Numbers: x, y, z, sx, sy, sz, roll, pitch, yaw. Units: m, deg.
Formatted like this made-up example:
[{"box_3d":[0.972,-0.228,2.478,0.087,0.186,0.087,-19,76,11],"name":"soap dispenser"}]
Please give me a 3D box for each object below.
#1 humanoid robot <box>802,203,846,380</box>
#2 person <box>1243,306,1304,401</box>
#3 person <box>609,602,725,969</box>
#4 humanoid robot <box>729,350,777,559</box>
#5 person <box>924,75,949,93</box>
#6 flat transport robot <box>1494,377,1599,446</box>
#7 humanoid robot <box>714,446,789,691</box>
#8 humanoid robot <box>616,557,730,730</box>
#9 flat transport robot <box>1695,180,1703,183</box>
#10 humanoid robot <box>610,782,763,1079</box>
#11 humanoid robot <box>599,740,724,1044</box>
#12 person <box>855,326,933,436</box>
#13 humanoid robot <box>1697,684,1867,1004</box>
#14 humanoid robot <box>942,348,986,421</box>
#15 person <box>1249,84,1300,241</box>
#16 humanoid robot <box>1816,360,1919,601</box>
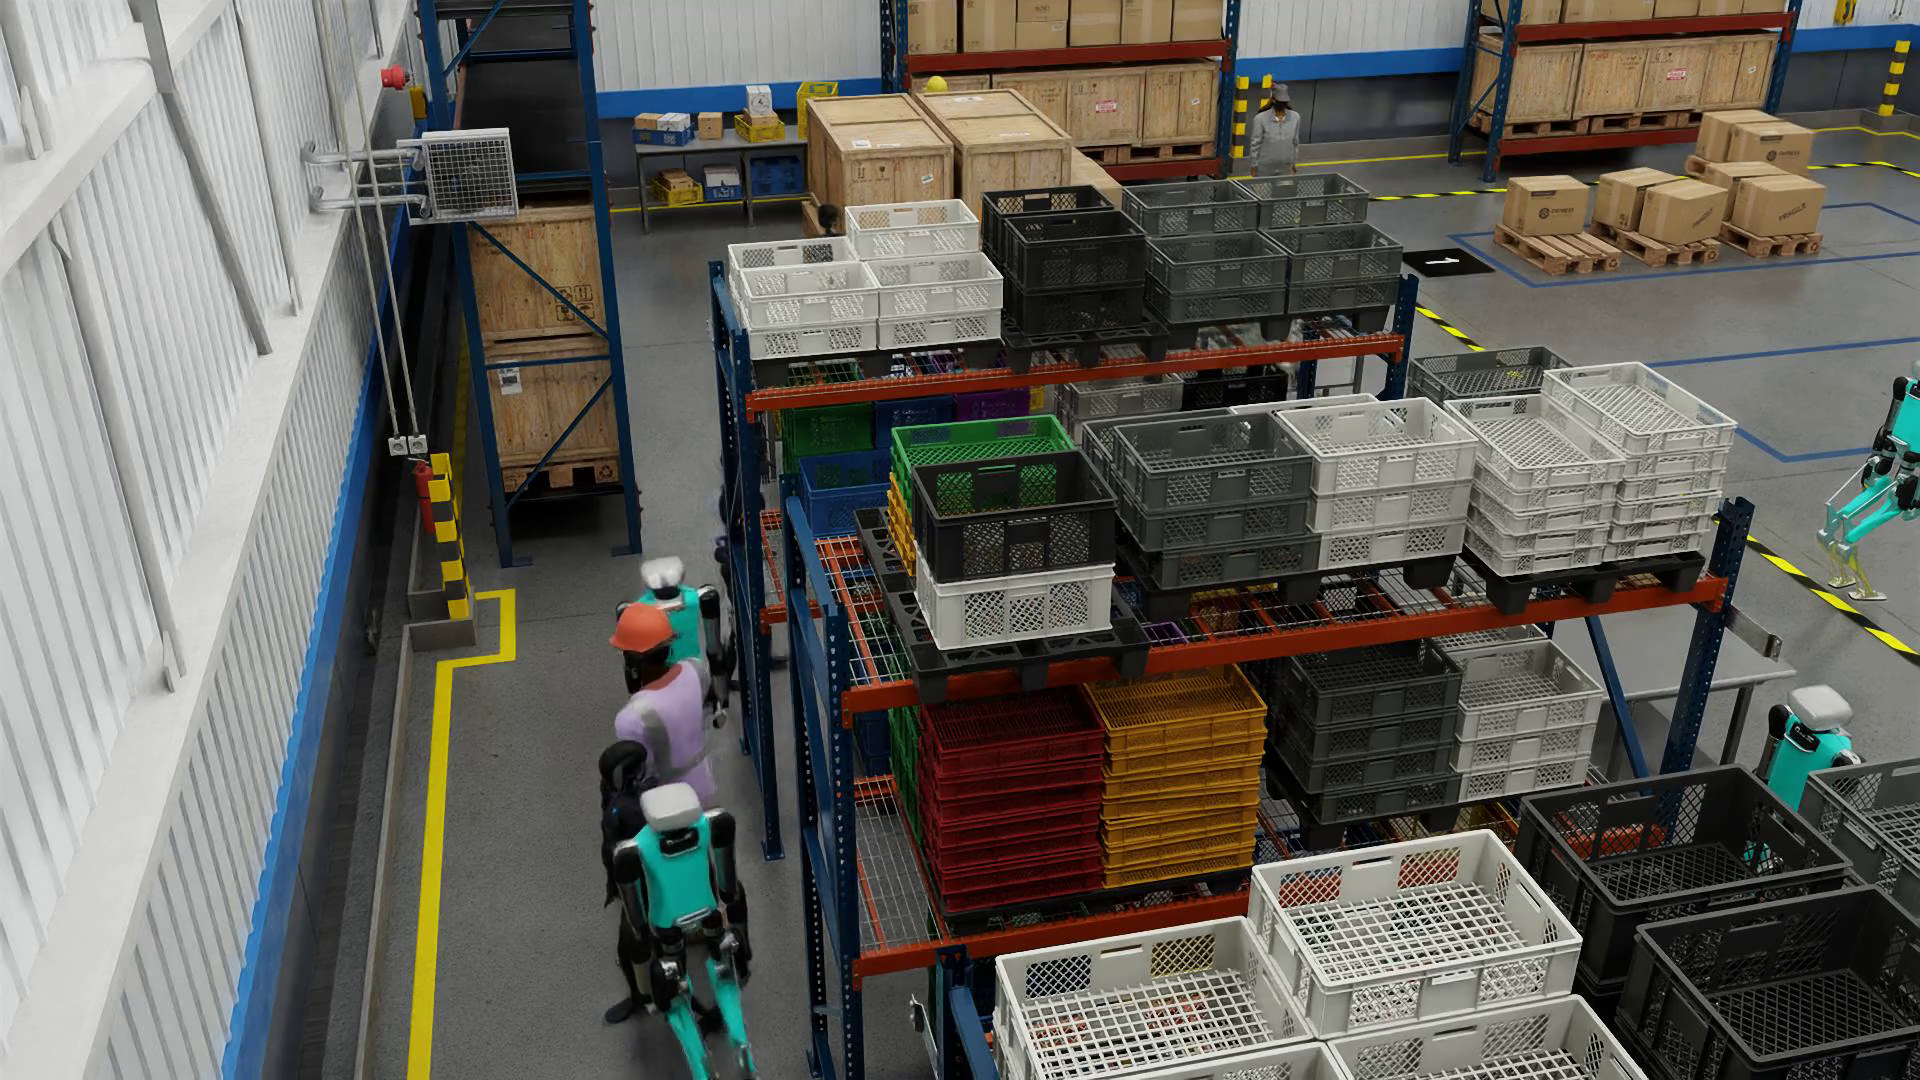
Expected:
[{"box_3d":[-1.151,-2.094,14.560,0.648,1.642,0.624,-24,36,-38],"name":"humanoid robot"},{"box_3d":[2.411,-1.264,12.674,0.451,1.918,0.636,24,36,38],"name":"person"},{"box_3d":[-1.427,1.193,7.902,0.471,2.019,0.609,17,32,29],"name":"person"},{"box_3d":[-1.480,-0.688,11.826,0.315,1.657,0.599,-6,28,-12],"name":"humanoid robot"},{"box_3d":[-0.242,-4.169,18.280,0.606,1.831,0.403,-15,31,-26],"name":"person"},{"box_3d":[4.780,-1.036,14.013,0.659,0.231,1.431,-6,28,-12],"name":"flat transport robot"},{"box_3d":[-1.279,0.174,10.218,0.647,1.635,0.603,-10,29,-19],"name":"humanoid robot"},{"box_3d":[-1.535,0.832,8.910,0.555,1.793,0.808,-10,29,-18],"name":"humanoid robot"},{"box_3d":[9.432,-4.202,19.990,1.431,0.197,0.652,-6,28,-12],"name":"flat transport robot"},{"box_3d":[-1.032,1.886,6.893,0.531,1.785,0.721,-17,32,-28],"name":"humanoid robot"},{"box_3d":[-1.383,1.584,7.545,0.397,1.641,0.601,-24,36,-37],"name":"humanoid robot"},{"box_3d":[-0.477,-0.944,12.103,0.572,1.886,0.355,-8,29,-16],"name":"person"},{"box_3d":[3.555,1.446,7.583,0.735,1.677,0.533,-6,28,-12],"name":"humanoid robot"},{"box_3d":[0.257,-0.508,11.518,0.803,1.844,0.543,-1,28,-2],"name":"humanoid robot"},{"box_3d":[3.432,-4.114,18.240,0.574,1.768,0.399,-6,28,-12],"name":"person"},{"box_3d":[6.068,-0.381,11.052,0.735,1.677,0.533,-6,28,-12],"name":"humanoid robot"}]
